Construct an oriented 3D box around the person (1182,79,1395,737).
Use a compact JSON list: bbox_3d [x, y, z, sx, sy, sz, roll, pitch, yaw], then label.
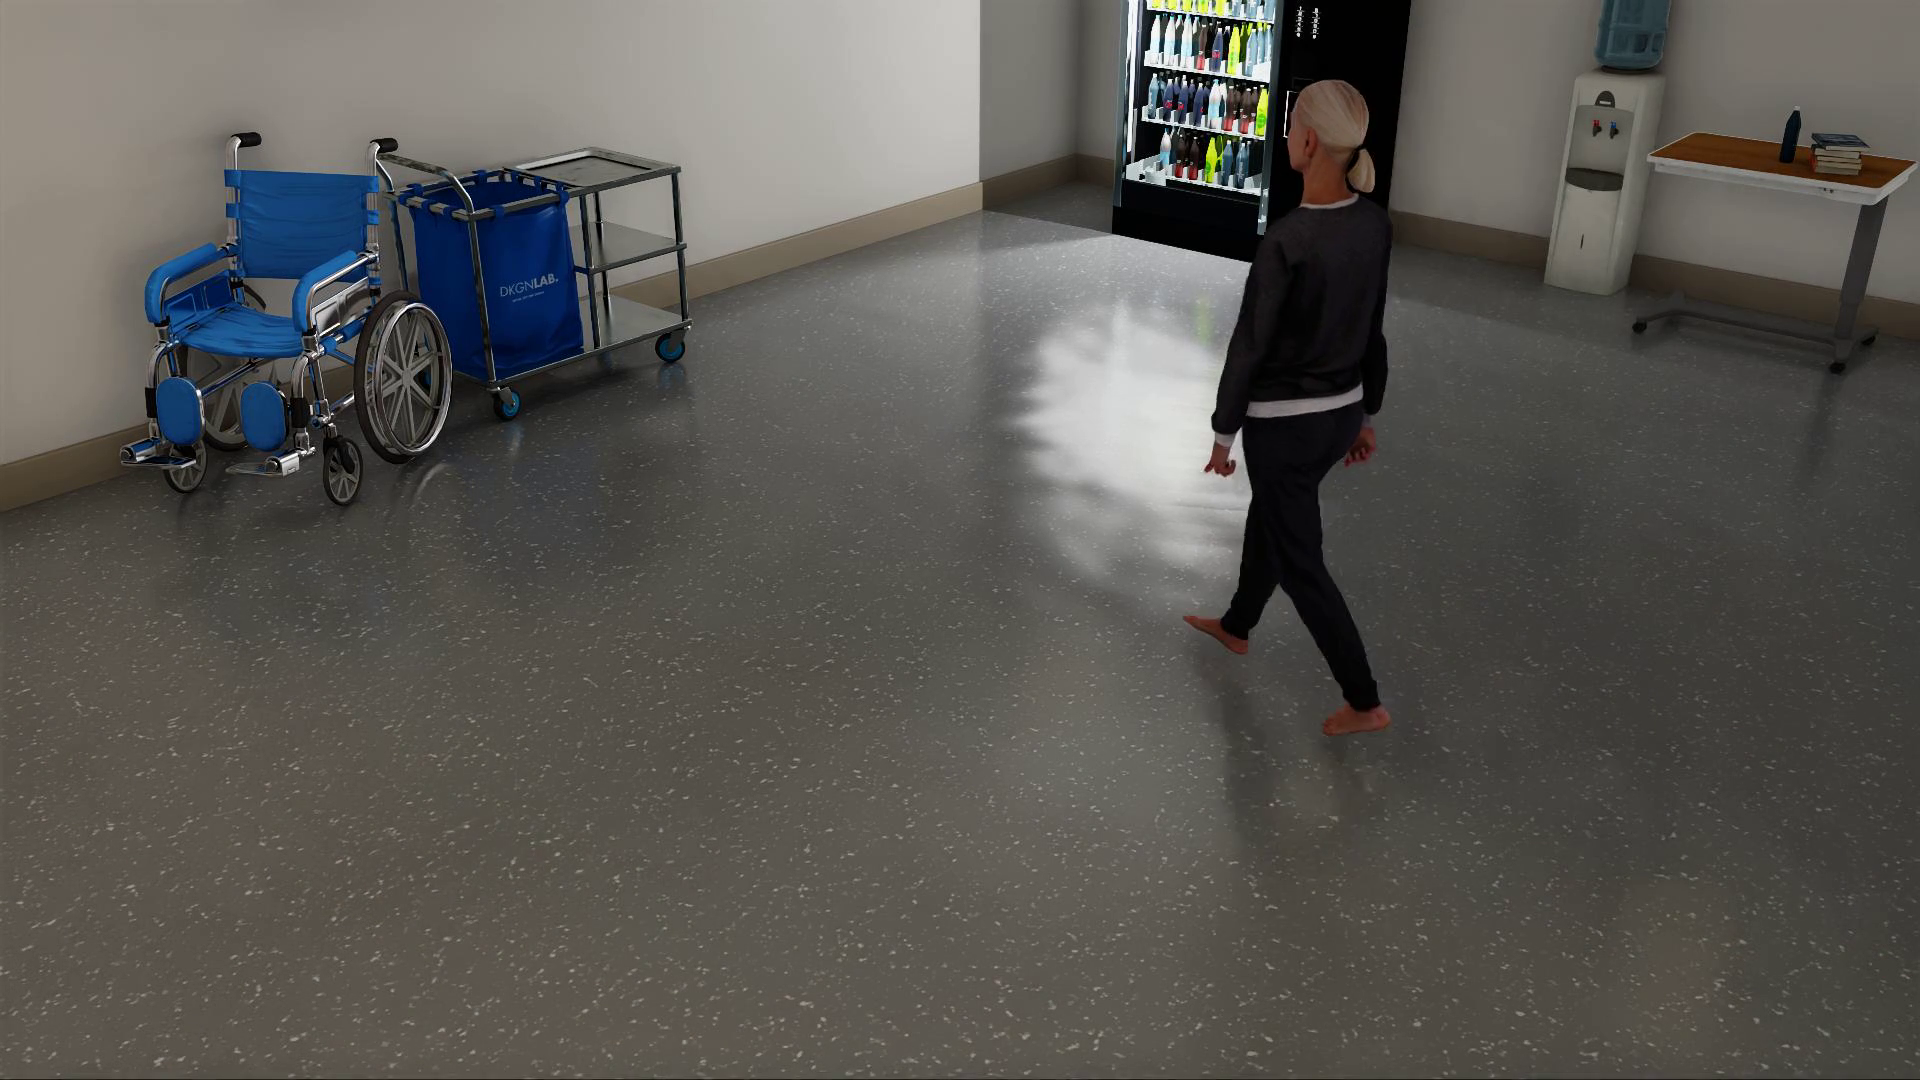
[{"bbox_3d":[0.941,-0.289,4.307,0.818,1.694,1.156,-17,31,-32],"label":"person"}]
